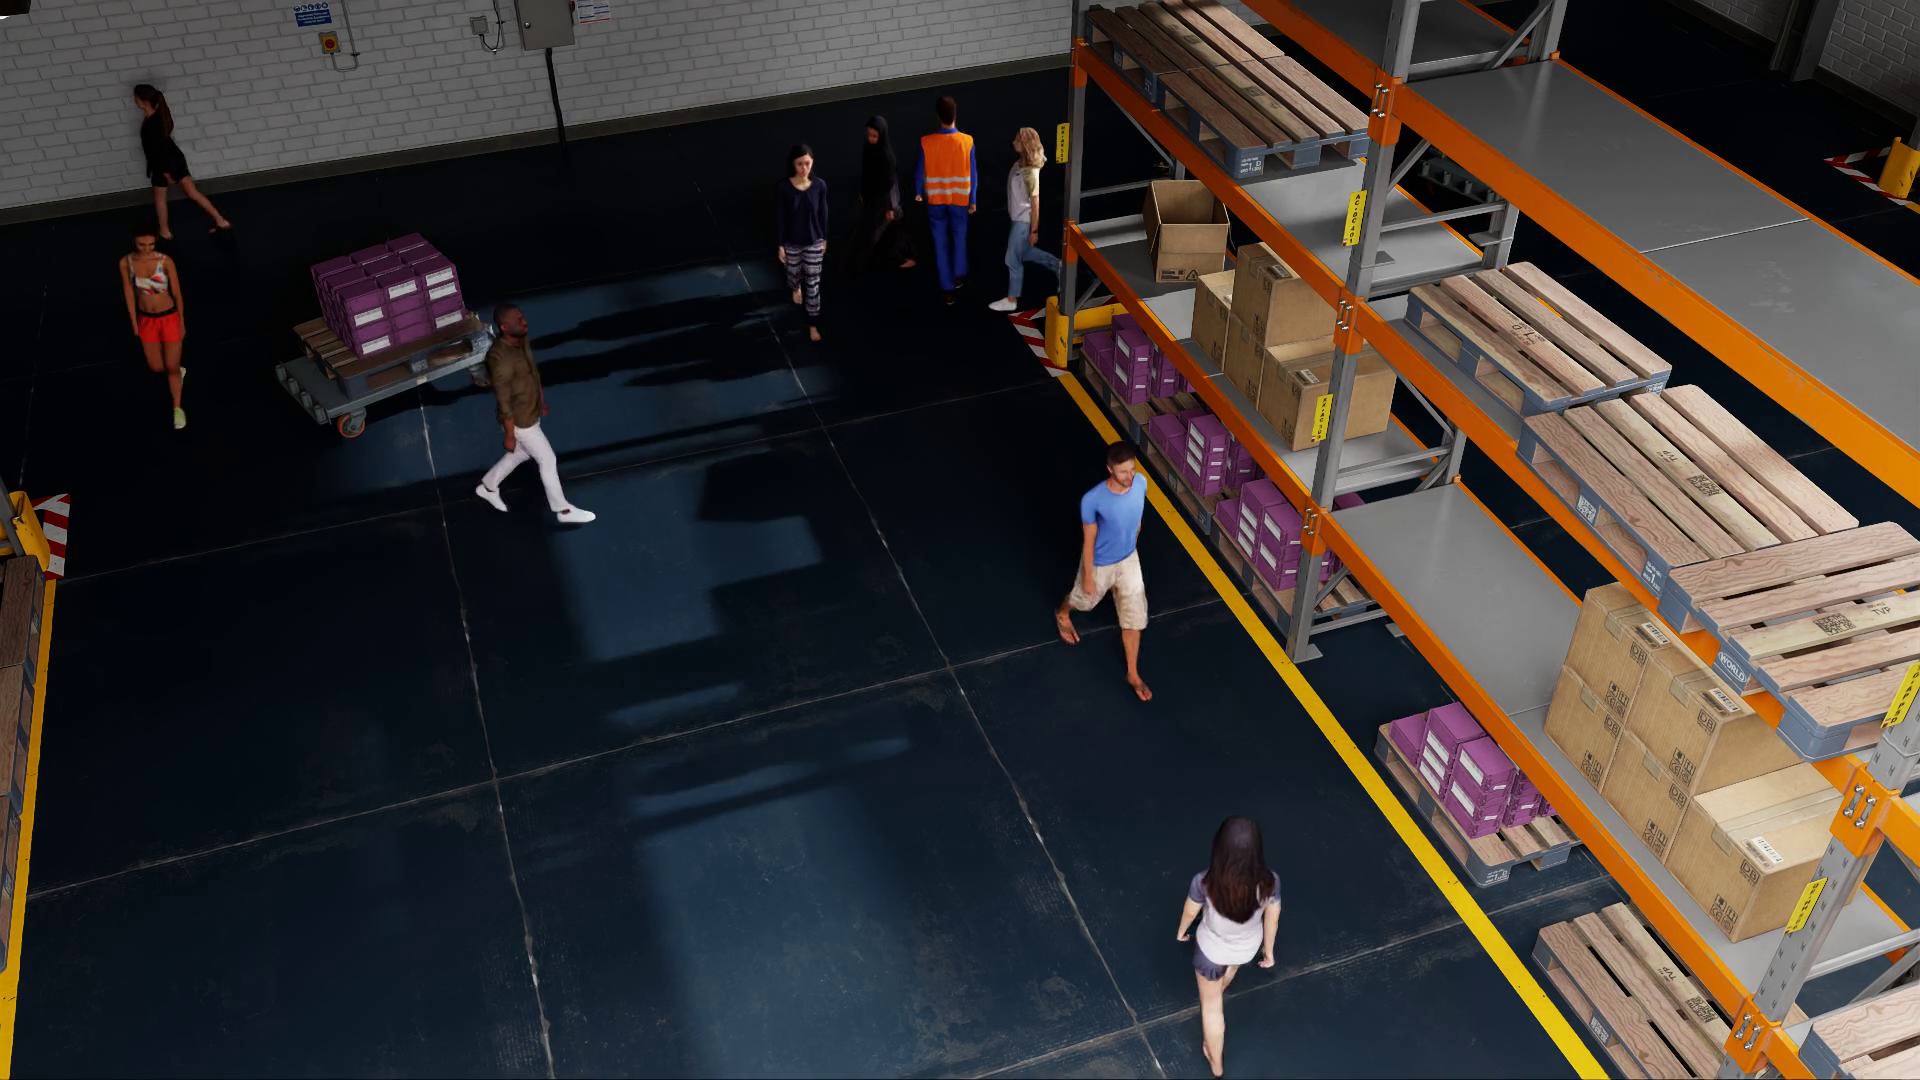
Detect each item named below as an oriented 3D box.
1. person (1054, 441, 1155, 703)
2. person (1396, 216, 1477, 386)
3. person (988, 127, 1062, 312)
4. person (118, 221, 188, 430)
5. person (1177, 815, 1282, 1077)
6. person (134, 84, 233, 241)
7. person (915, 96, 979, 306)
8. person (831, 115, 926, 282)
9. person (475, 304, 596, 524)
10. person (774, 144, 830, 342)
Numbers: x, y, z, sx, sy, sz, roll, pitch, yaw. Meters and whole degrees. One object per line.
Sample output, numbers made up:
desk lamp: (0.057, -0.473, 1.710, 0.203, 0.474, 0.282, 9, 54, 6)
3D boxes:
person: (0.896, 0.075, 10.641, 0.735, 1.825, 1.257, -16, 41, -19)
person: (3.850, -1.736, 13.044, 0.839, 1.656, 1.197, -27, 46, -29)
person: (0.642, -2.732, 14.251, 0.798, 1.707, 0.987, -7, 39, -9)
person: (-6.195, -1.728, 12.954, 0.687, 1.756, 0.853, -3, 39, -3)
person: (1.339, 2.071, 8.254, 0.743, 1.684, 0.958, -4, 39, -5)
person: (-7.217, -3.468, 15.315, 0.906, 1.529, 1.025, 4, 39, 5)
person: (-0.107, -2.869, 14.314, 0.754, 1.842, 0.767, -4, 39, -5)
person: (-0.631, -3.039, 14.723, 0.687, 1.597, 1.038, -11, 40, -13)
person: (-3.206, -0.880, 11.857, 1.076, 1.801, 1.195, 1, 39, 1)
person: (-1.347, -2.565, 14.037, 0.709, 1.713, 0.981, -7, 39, -9)
